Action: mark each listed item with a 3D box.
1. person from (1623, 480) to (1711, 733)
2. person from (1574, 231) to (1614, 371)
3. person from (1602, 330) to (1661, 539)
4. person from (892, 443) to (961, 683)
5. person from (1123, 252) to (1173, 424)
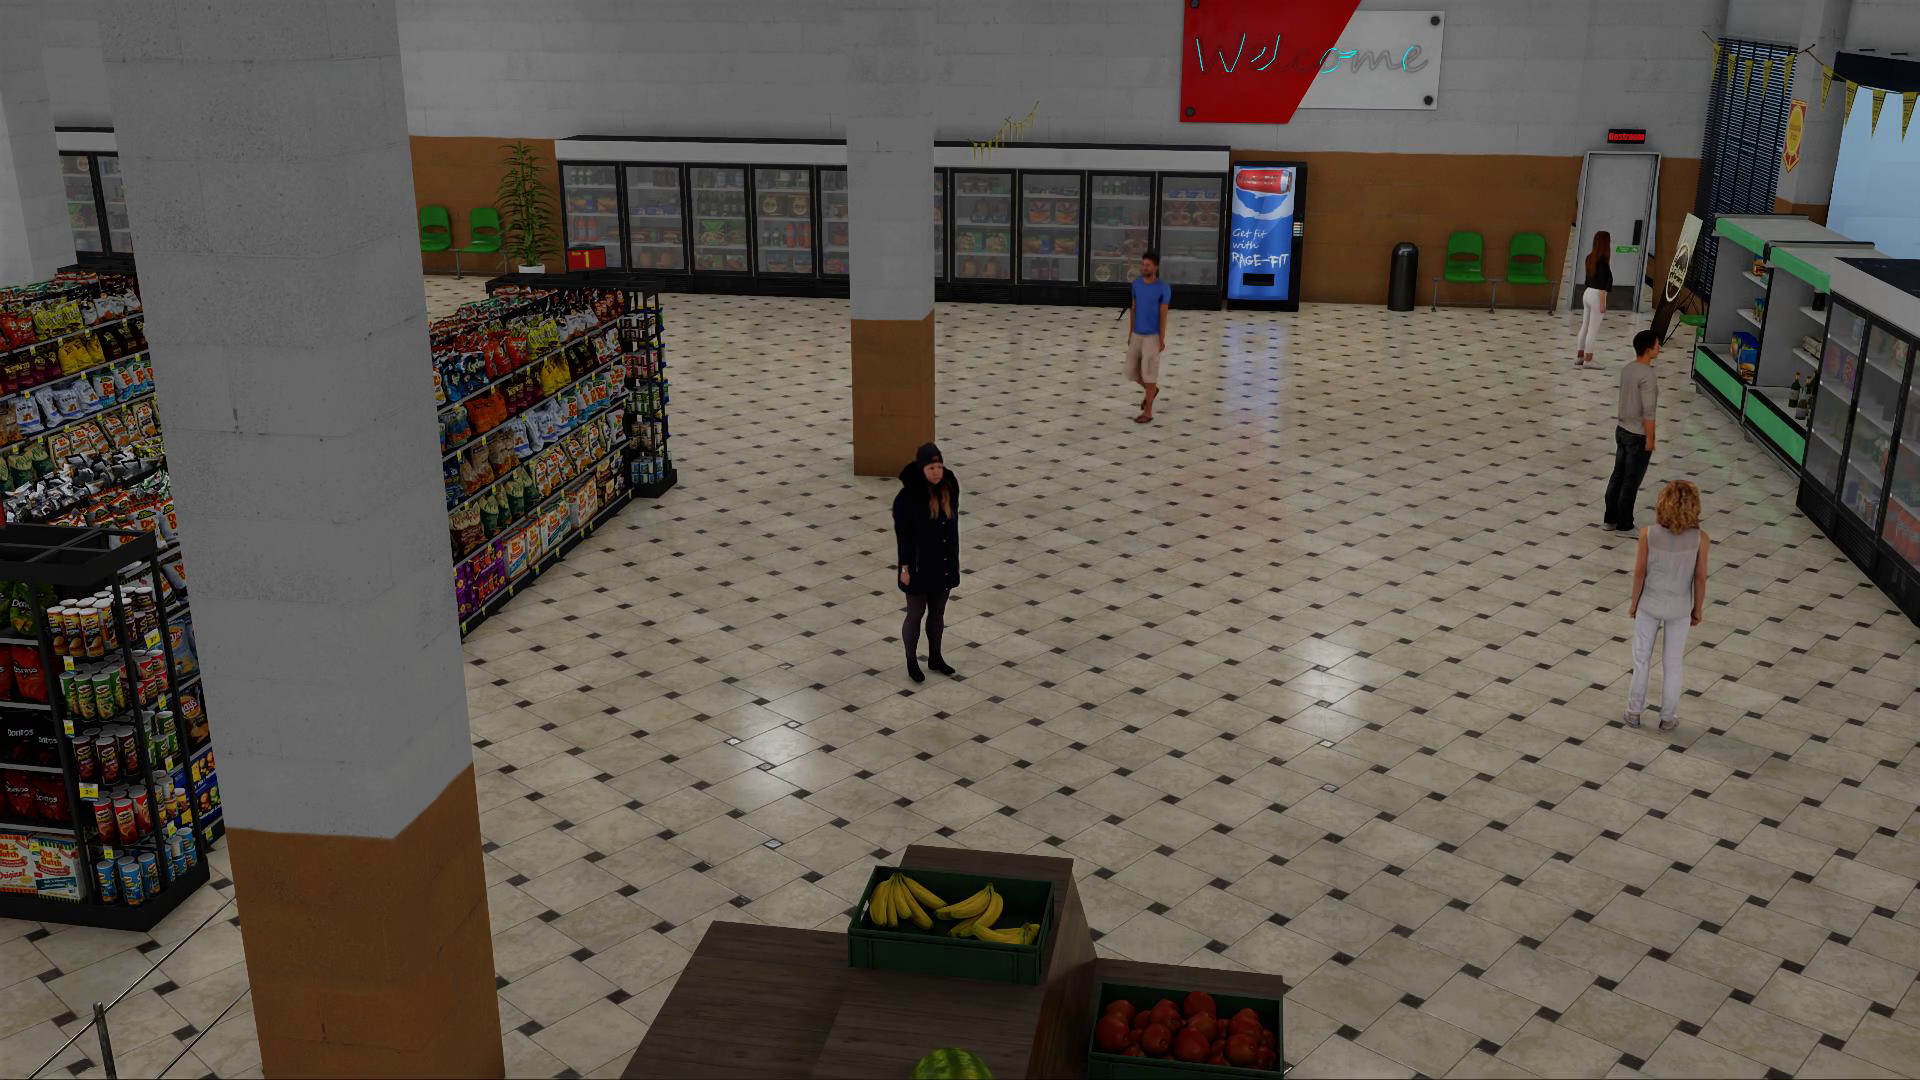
[{"bbox_3d":[4.509,0.417,10.645,0.628,1.671,0.600,7,20,21],"label":"person"},{"bbox_3d":[7.909,-3.001,20.729,0.700,1.704,0.540,-1,19,-4],"label":"person"},{"bbox_3d":[5.835,-0.927,14.410,0.778,1.812,0.592,-2,19,-7],"label":"person"},{"bbox_3d":[-0.226,0.145,11.446,0.799,1.674,0.857,-12,22,-32],"label":"person"},{"bbox_3d":[2.099,-2.245,18.252,0.860,1.854,0.961,15,24,38],"label":"person"}]
